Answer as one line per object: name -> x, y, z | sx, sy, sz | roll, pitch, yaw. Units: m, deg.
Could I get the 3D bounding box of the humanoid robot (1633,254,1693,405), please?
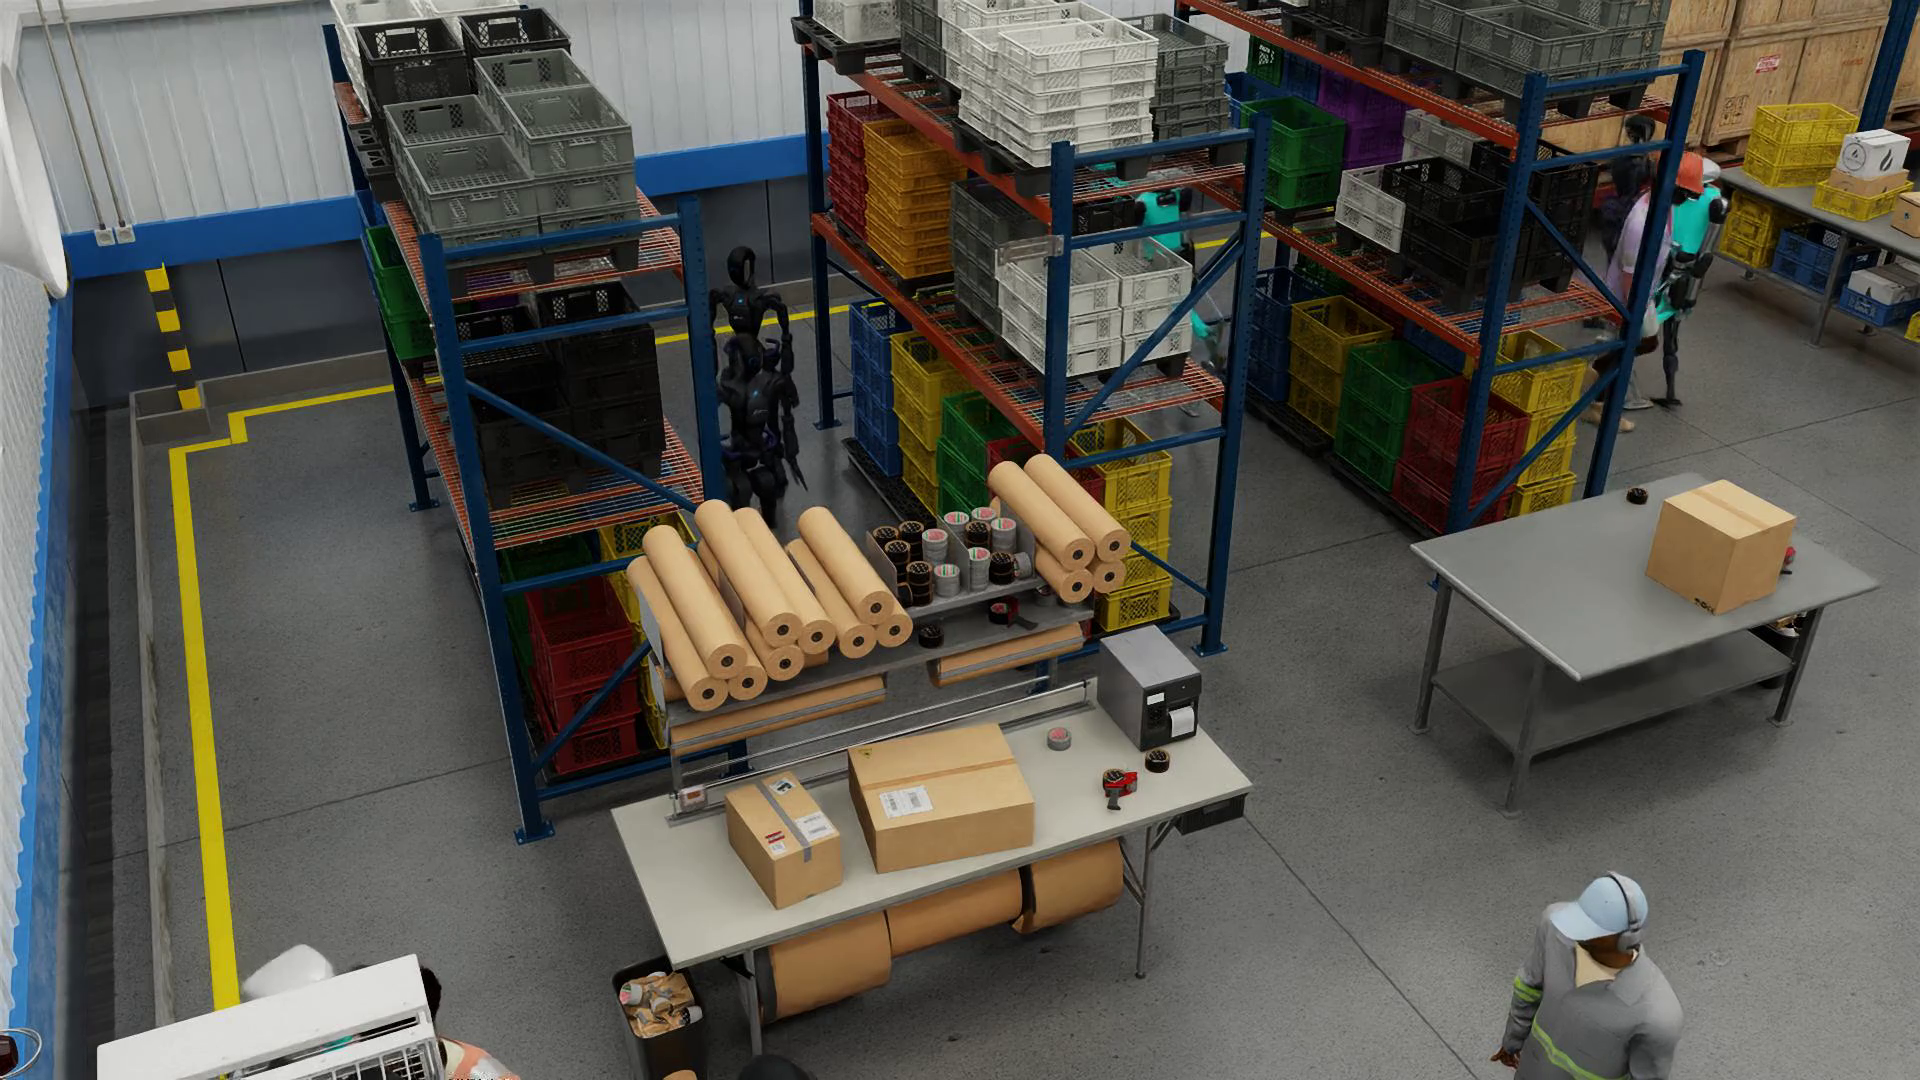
humanoid robot -> 4.895, -1.758, 11.540 | 0.616, 1.613, 0.775 | -17, 35, -25

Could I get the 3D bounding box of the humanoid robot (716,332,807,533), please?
humanoid robot -> -1.212, -0.445, 9.376 | 0.603, 1.634, 0.704 | -18, 36, -27

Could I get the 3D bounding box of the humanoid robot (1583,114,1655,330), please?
humanoid robot -> 4.947, -2.379, 12.484 | 0.370, 1.646, 0.601 | 7, 32, 11

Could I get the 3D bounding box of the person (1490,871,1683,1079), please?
person -> 1.999, 1.814, 5.514 | 0.386, 1.850, 0.599 | -14, 34, -21

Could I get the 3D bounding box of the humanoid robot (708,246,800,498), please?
humanoid robot -> -1.286, -1.035, 10.303 | 0.610, 1.653, 0.309 | 6, 32, 9

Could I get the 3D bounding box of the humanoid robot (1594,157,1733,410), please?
humanoid robot -> 4.678, -1.717, 11.297 | 0.728, 1.724, 0.531 | -10, 33, -15

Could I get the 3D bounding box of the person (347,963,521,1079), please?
person -> -1.537, 2.018, 5.075 | 0.607, 1.964, 0.368 | 11, 33, 17

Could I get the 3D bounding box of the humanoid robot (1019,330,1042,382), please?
humanoid robot -> 0.499, -1.802, 11.459 | 0.531, 1.756, 0.665 | 24, 39, 33

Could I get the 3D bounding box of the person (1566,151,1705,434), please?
person -> 4.436, -1.607, 10.923 | 0.559, 2.004, 0.654 | 20, 37, 29

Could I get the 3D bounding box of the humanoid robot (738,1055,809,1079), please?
humanoid robot -> -0.519, 2.176, 5.088 | 0.313, 1.652, 0.613 | 6, 32, 10

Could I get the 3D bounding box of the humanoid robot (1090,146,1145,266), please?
humanoid robot -> 1.081, -2.000, 11.833 | 0.531, 1.788, 0.770 | -2, 32, -3

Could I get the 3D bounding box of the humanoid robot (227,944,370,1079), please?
humanoid robot -> -2.105, 1.932, 5.376 | 0.683, 1.742, 0.530 | 19, 36, 28

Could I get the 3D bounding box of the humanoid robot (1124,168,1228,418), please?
humanoid robot -> 1.482, -1.571, 11.123 | 0.537, 1.767, 0.857 | -21, 37, -30
